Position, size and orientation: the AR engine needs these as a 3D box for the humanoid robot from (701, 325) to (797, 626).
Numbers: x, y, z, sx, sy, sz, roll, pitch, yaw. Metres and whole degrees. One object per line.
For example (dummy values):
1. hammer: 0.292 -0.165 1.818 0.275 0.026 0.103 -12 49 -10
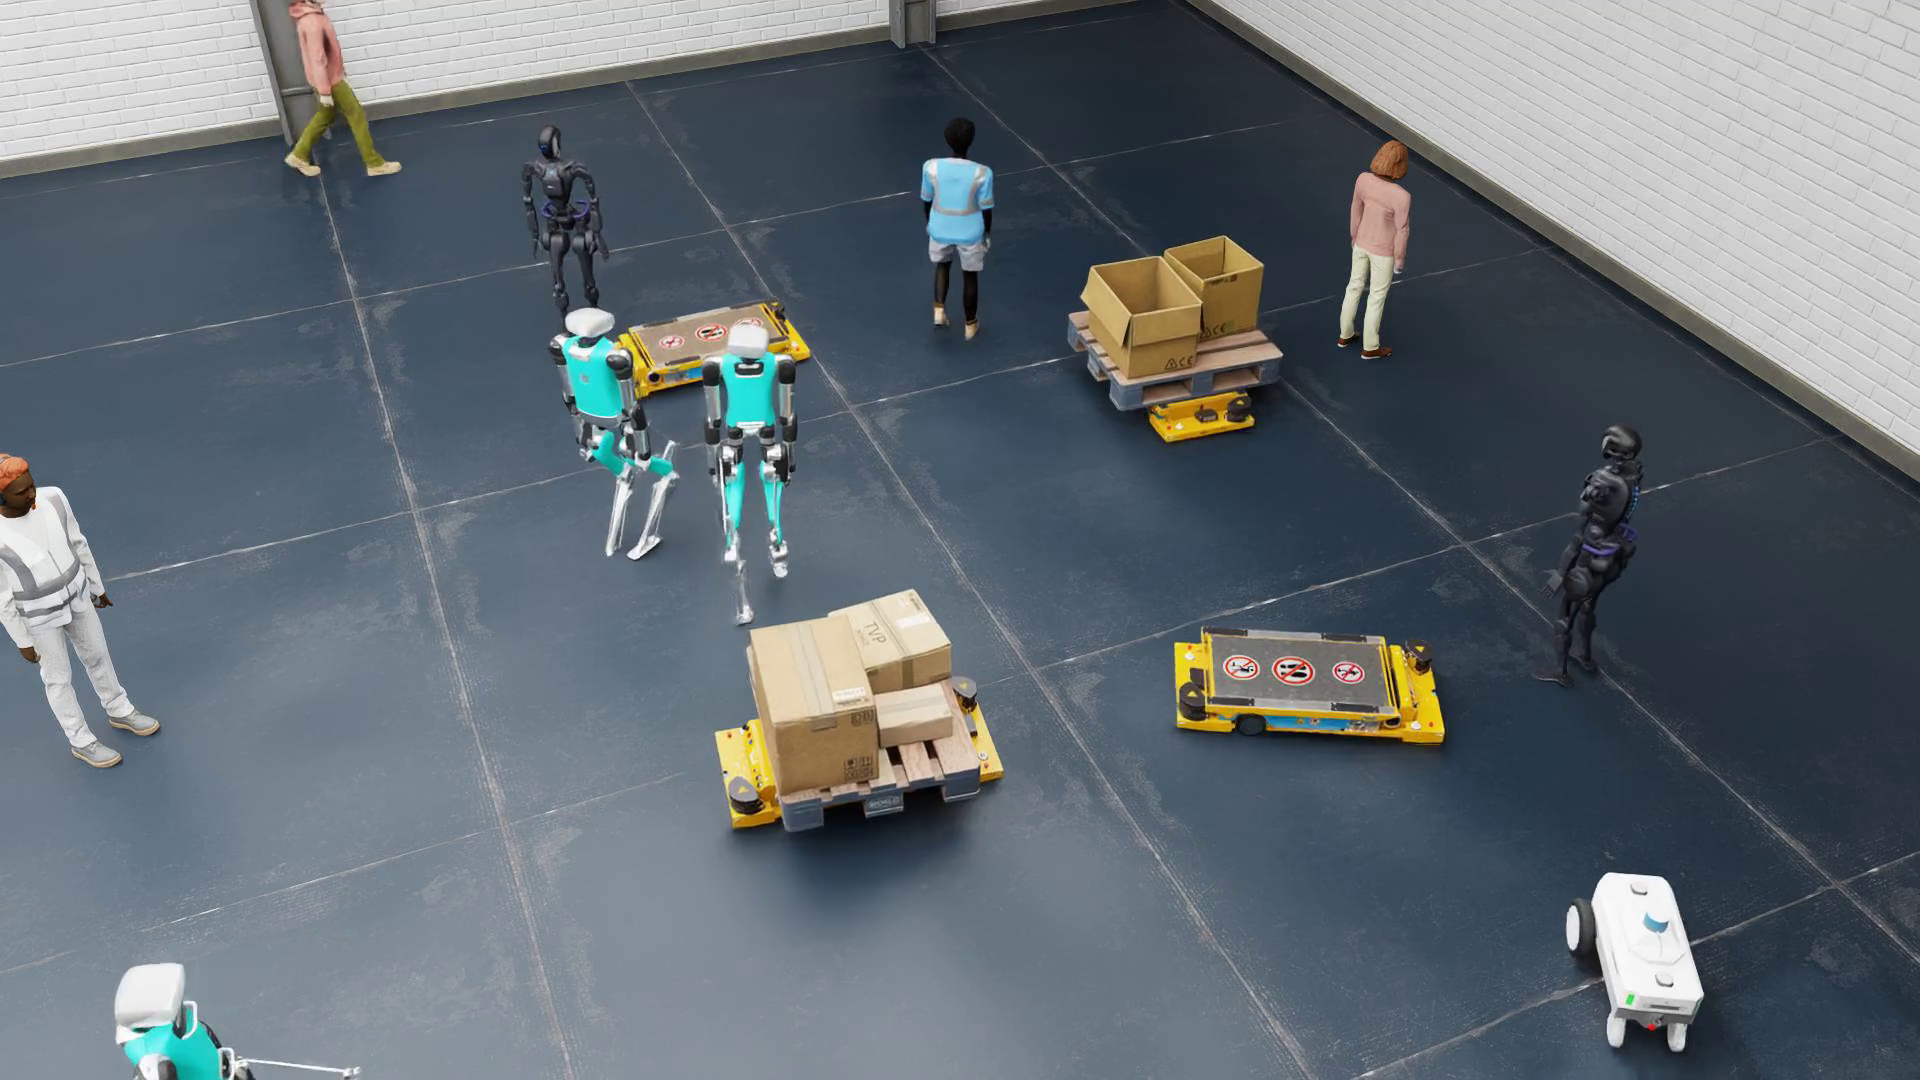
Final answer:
1. humanoid robot: -1.167 -0.294 9.497 0.549 1.791 0.854 -5 38 -6

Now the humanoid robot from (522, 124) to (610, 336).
1. humanoid robot: -2.838 -2.227 12.035 0.585 1.664 0.478 2 38 3

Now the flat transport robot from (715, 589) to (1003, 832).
1. flat transport robot: -0.544 1.111 8.828 1.431 0.231 0.659 -9 38 -11

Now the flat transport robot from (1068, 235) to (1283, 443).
1. flat transport robot: 1.480 -1.184 11.815 0.659 0.231 1.431 -11 39 -14

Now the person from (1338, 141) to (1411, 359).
1. person: 2.968 -2.065 11.840 0.286 1.632 0.496 -24 44 -28

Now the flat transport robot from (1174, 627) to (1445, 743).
1. flat transport robot: 1.919 0.804 9.227 1.431 0.231 0.659 3 38 4

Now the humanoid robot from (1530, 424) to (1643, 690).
1. humanoid robot: 3.425 0.100 8.995 0.596 1.652 0.320 -27 45 -30

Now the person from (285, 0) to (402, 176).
1. person: -5.424 -3.925 14.127 0.888 1.804 0.530 -14 40 -18

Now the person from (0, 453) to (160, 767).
1. person: -4.606 0.353 8.496 0.361 1.880 0.573 14 40 17

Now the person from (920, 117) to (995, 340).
1. person: -0.016 -2.216 11.999 0.543 1.676 0.417 6 38 8

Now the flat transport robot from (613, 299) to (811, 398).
1. flat transport robot: -1.871 -1.392 12.085 1.431 0.231 0.659 -15 40 -19

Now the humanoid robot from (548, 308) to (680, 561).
1. humanoid robot: -1.979 -0.661 9.919 0.543 1.788 0.671 16 40 20

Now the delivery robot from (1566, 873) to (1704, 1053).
1. delivery robot: 3.111 1.881 7.603 0.499 0.610 0.788 4 38 5

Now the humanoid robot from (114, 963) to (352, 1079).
1. humanoid robot: -2.613 2.157 6.248 0.972 1.734 0.540 -12 39 -16
